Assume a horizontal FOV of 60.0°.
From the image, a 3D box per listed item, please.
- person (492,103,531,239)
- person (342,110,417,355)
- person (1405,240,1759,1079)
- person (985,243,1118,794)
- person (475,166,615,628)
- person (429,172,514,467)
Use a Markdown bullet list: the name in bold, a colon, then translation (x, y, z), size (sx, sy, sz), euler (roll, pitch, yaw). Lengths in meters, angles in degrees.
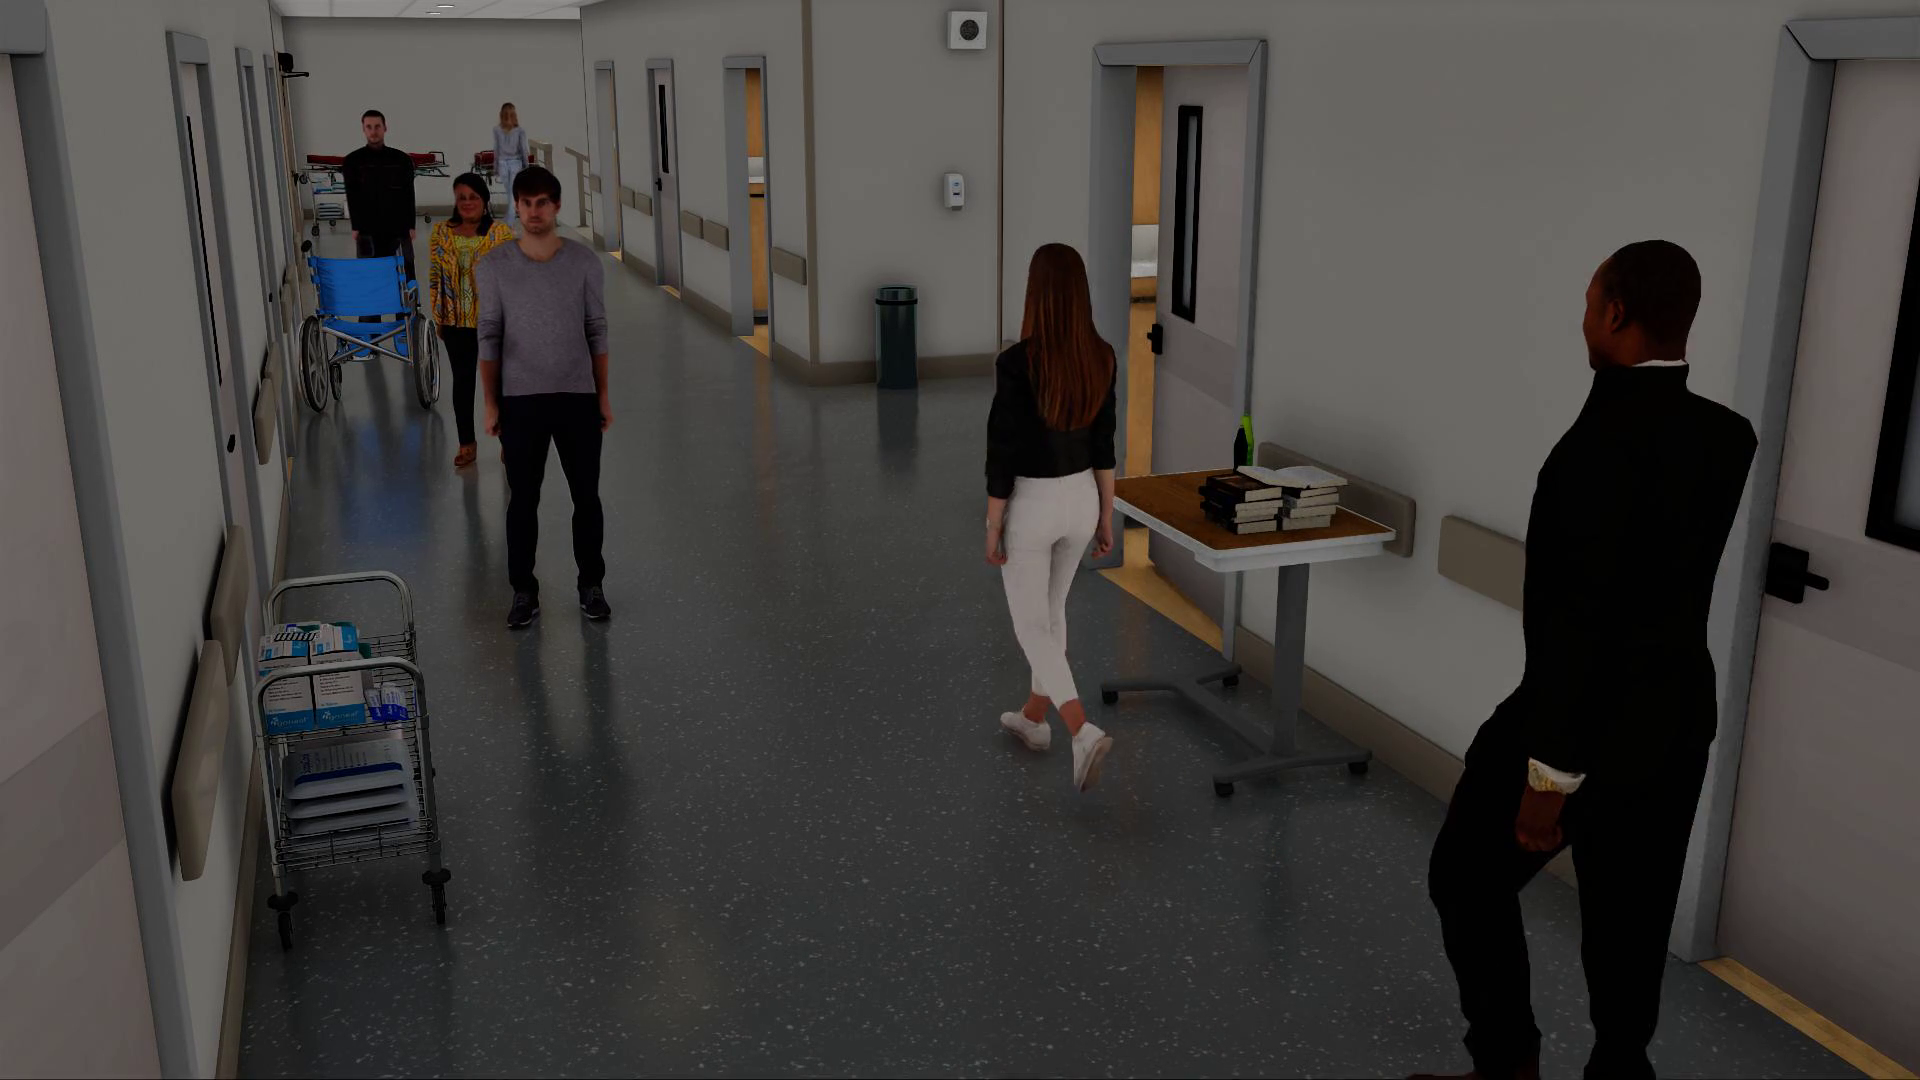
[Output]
- **person**: translation (-6.093, -4.972, 22.446), size (0.825, 1.779, 0.942), euler (1, 16, 5)
- **person**: translation (-4.582, -2.437, 13.202), size (0.675, 1.915, 0.560), euler (-6, 17, -20)
- **person**: translation (1.306, 0.403, 3.178), size (0.827, 1.888, 0.805), euler (-10, 19, -32)
- **person**: translation (0.312, -0.048, 5.163), size (0.671, 1.680, 1.054), euler (-8, 18, -26)
- **person**: translation (-1.660, -0.575, 6.731), size (0.670, 1.843, 0.527), euler (-5, 16, -16)
- **person**: translation (-2.744, -1.247, 9.466), size (0.779, 1.652, 0.816), euler (-2, 16, -8)
